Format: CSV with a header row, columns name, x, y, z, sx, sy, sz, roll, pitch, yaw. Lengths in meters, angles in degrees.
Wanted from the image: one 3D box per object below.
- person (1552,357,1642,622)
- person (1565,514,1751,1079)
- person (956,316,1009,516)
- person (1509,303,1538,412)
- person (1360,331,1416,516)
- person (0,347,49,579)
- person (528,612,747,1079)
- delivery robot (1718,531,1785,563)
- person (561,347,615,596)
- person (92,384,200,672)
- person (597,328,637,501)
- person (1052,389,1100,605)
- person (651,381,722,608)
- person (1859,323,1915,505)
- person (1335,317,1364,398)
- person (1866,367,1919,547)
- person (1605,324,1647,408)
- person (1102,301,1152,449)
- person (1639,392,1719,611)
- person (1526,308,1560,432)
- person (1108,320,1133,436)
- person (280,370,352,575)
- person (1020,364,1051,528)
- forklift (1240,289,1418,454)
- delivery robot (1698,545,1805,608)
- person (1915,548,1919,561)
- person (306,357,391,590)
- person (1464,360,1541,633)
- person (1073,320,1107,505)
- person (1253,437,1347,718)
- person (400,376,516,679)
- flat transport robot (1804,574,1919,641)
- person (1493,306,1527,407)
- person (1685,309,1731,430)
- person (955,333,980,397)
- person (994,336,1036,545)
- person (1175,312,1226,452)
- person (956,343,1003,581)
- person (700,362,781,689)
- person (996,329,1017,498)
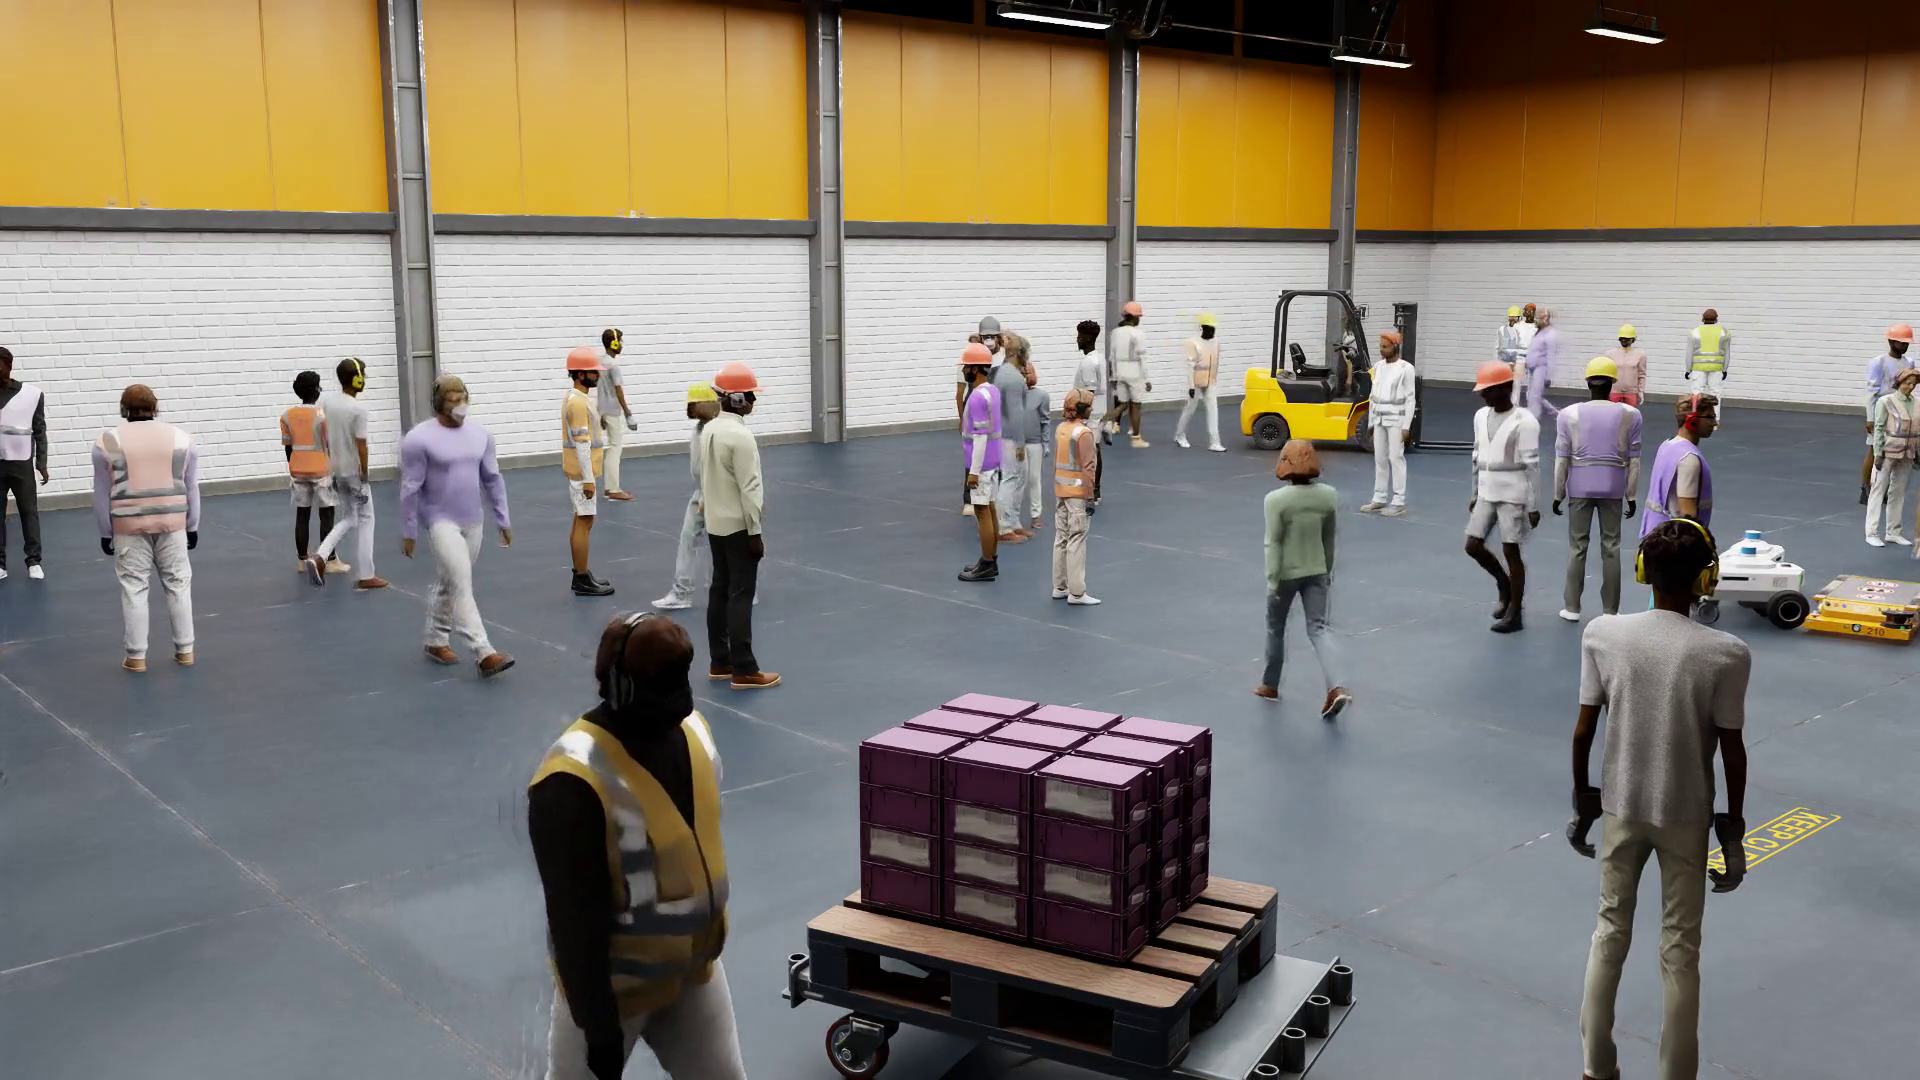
name,x,y,z,sx,sy,sz,roll,pitch,yaw
person,4.567,-0.352,11.961,0.585,1.917,0.381,3,10,15
person,2.125,0.851,5.073,0.536,1.864,0.314,8,12,39
person,0.302,-1.251,16.866,0.681,2.000,0.538,0,10,0
person,9.146,-2.875,26.831,0.572,1.883,0.353,3,10,19
person,4.376,-1.188,16.948,0.337,1.883,0.584,-5,11,-27
person,-7.749,-0.621,13.548,0.587,1.914,0.390,-4,10,-21
person,-0.743,1.061,4.070,0.968,1.789,0.658,5,11,26
delivery robot,5.995,0.173,12.599,0.477,0.478,0.707,7,12,37
person,-2.912,-0.534,12.969,0.360,1.938,0.545,-3,10,-17
person,-5.172,-0.078,10.614,0.613,1.835,0.428,-7,12,-36
person,-3.725,-1.348,17.970,0.368,1.862,0.541,-5,11,-28
person,0.875,-0.328,12.634,0.311,1.638,0.523,-4,11,-23
person,-1.927,-0.310,12.326,0.839,1.710,0.503,-7,12,-35
person,9.833,-1.317,17.561,0.552,1.932,0.377,-3,10,-16
person,5.764,-2.394,24.243,0.948,1.795,0.532,-1,10,-3
person,8.519,-0.755,15.134,0.513,1.639,0.313,-2,10,-14
person,8.540,-1.888,21.402,0.526,1.765,0.330,3,10,18
person,2.298,-2.236,22.667,0.635,2.032,0.629,-8,12,-38
person,4.231,0.046,9.843,0.372,1.843,0.571,2,10,10
person,8.496,-2.429,24.198,0.672,1.888,0.656,1,10,3
person,2.428,-2.381,24.496,0.539,1.691,0.318,6,11,30
person,-5.339,-0.550,13.757,0.535,1.700,0.318,3,10,15
person,0.626,-0.927,16.159,0.507,1.631,0.266,2,10,14
forklift,5.034,-2.339,22.783,2.313,2.155,1.214,3,10,16
delivery robot,5.661,0.279,11.974,0.707,0.478,0.477,2,10,9
person,8.777,-0.794,14.326,1.016,1.997,0.615,-2,10,-11
person,-4.805,-0.497,12.992,0.533,1.852,0.589,6,11,30
person,3.811,-0.301,11.670,0.472,1.912,0.649,-6,11,-30
person,1.367,-1.352,17.671,0.368,1.966,0.602,3,10,15
person,1.985,0.210,9.608,0.502,1.608,0.804,-3,10,-18
person,-3.131,-0.086,10.486,1.004,1.883,0.655,7,12,37
flat transport robot,6.584,0.468,11.975,0.652,0.197,1.431,7,12,36
person,8.960,-2.881,27.010,0.589,1.834,0.403,4,11,23
person,11.337,-2.584,25.251,0.620,1.845,0.430,3,10,17
person,0.216,-1.976,22.323,0.542,1.619,0.656,7,12,36
person,0.480,-0.922,15.355,0.447,1.901,0.682,-1,10,-5
person,3.286,-2.159,22.664,0.598,1.881,0.993,-6,11,-30
person,0.152,-0.628,13.512,0.372,1.939,0.544,2,10,14
person,-1.369,-0.087,10.182,0.381,1.994,0.615,-7,12,-34
person,0.426,-1.333,17.866,0.399,1.875,0.790,-6,12,-33
